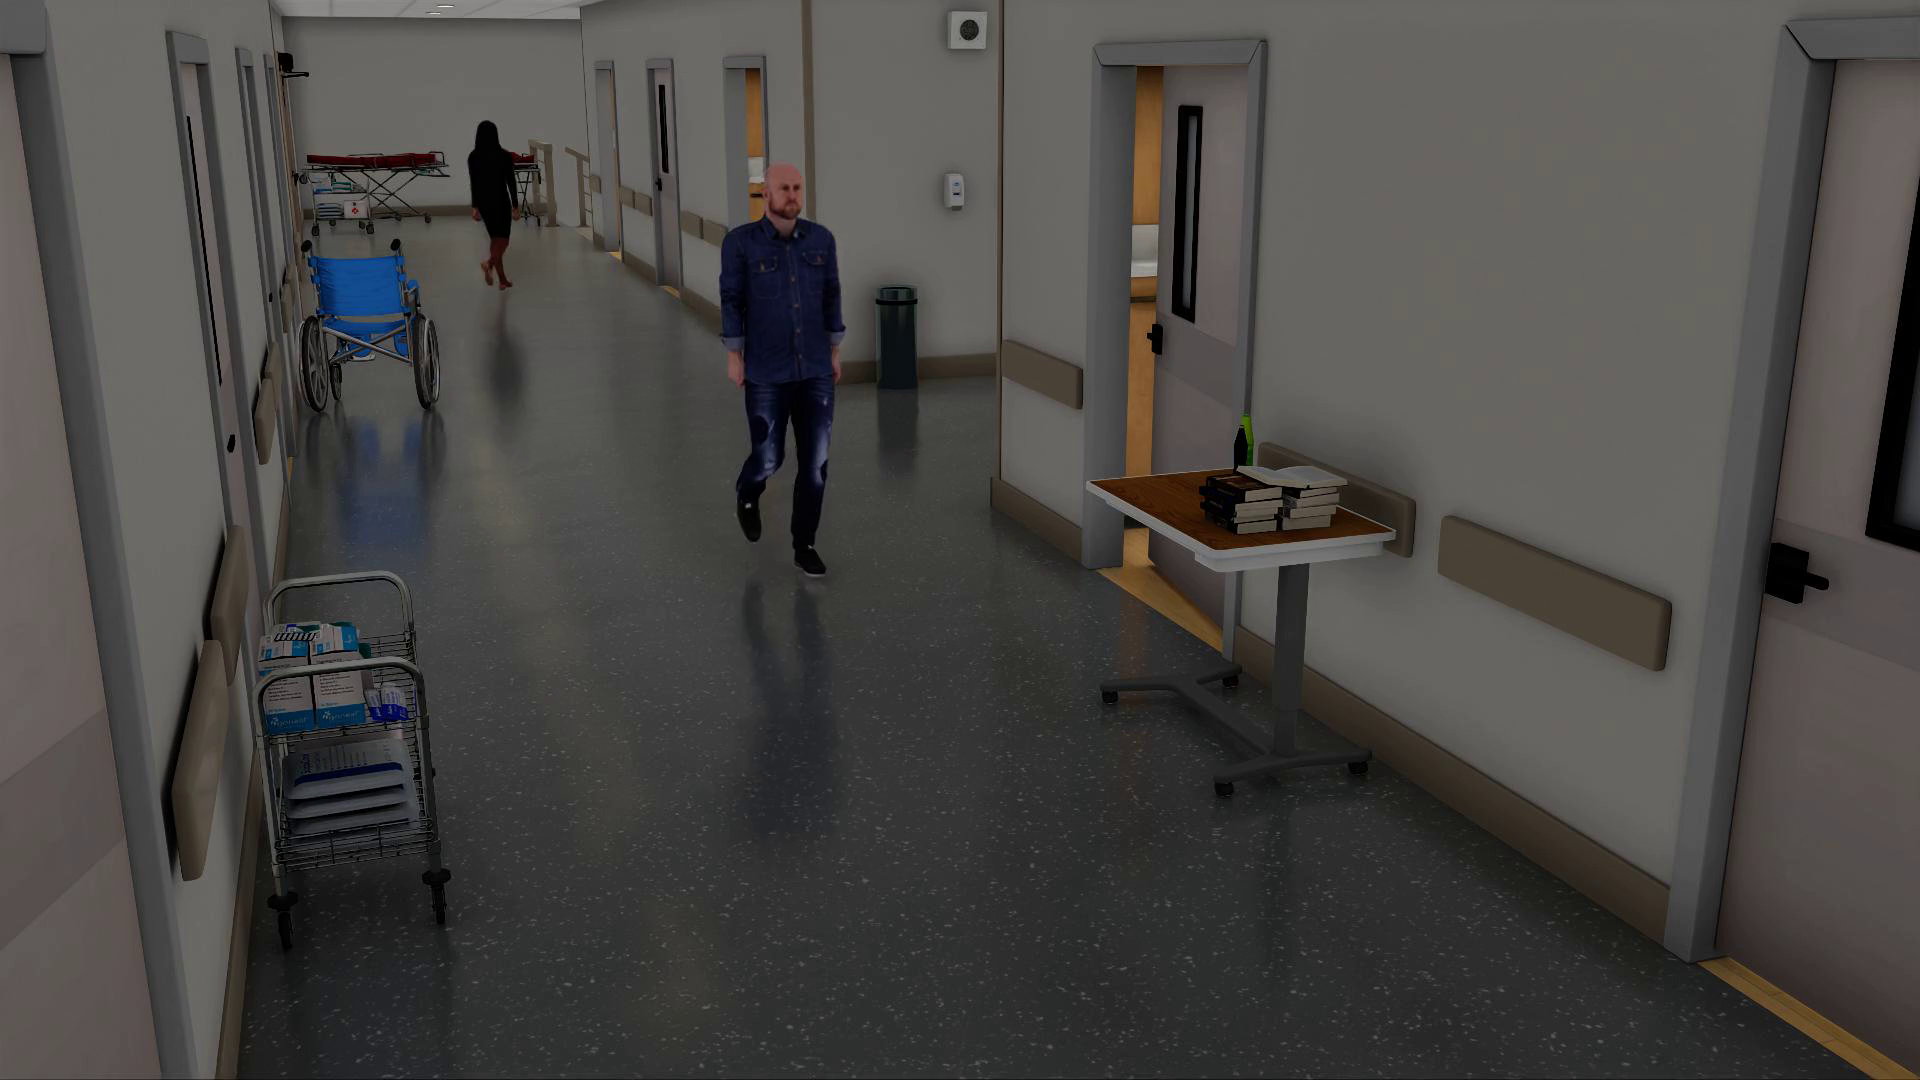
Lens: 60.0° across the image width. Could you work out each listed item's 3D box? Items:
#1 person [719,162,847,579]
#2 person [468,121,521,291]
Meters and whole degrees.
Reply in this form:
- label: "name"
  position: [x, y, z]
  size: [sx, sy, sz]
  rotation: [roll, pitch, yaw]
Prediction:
- label: "person"
  position: [-0.790, -0.749, 7.410]
  size: [0.771, 1.810, 0.897]
  rotation: [-8, 17, -25]
- label: "person"
  position: [-4.731, -3.332, 16.782]
  size: [0.919, 1.696, 1.134]
  rotation: [1, 16, 5]
